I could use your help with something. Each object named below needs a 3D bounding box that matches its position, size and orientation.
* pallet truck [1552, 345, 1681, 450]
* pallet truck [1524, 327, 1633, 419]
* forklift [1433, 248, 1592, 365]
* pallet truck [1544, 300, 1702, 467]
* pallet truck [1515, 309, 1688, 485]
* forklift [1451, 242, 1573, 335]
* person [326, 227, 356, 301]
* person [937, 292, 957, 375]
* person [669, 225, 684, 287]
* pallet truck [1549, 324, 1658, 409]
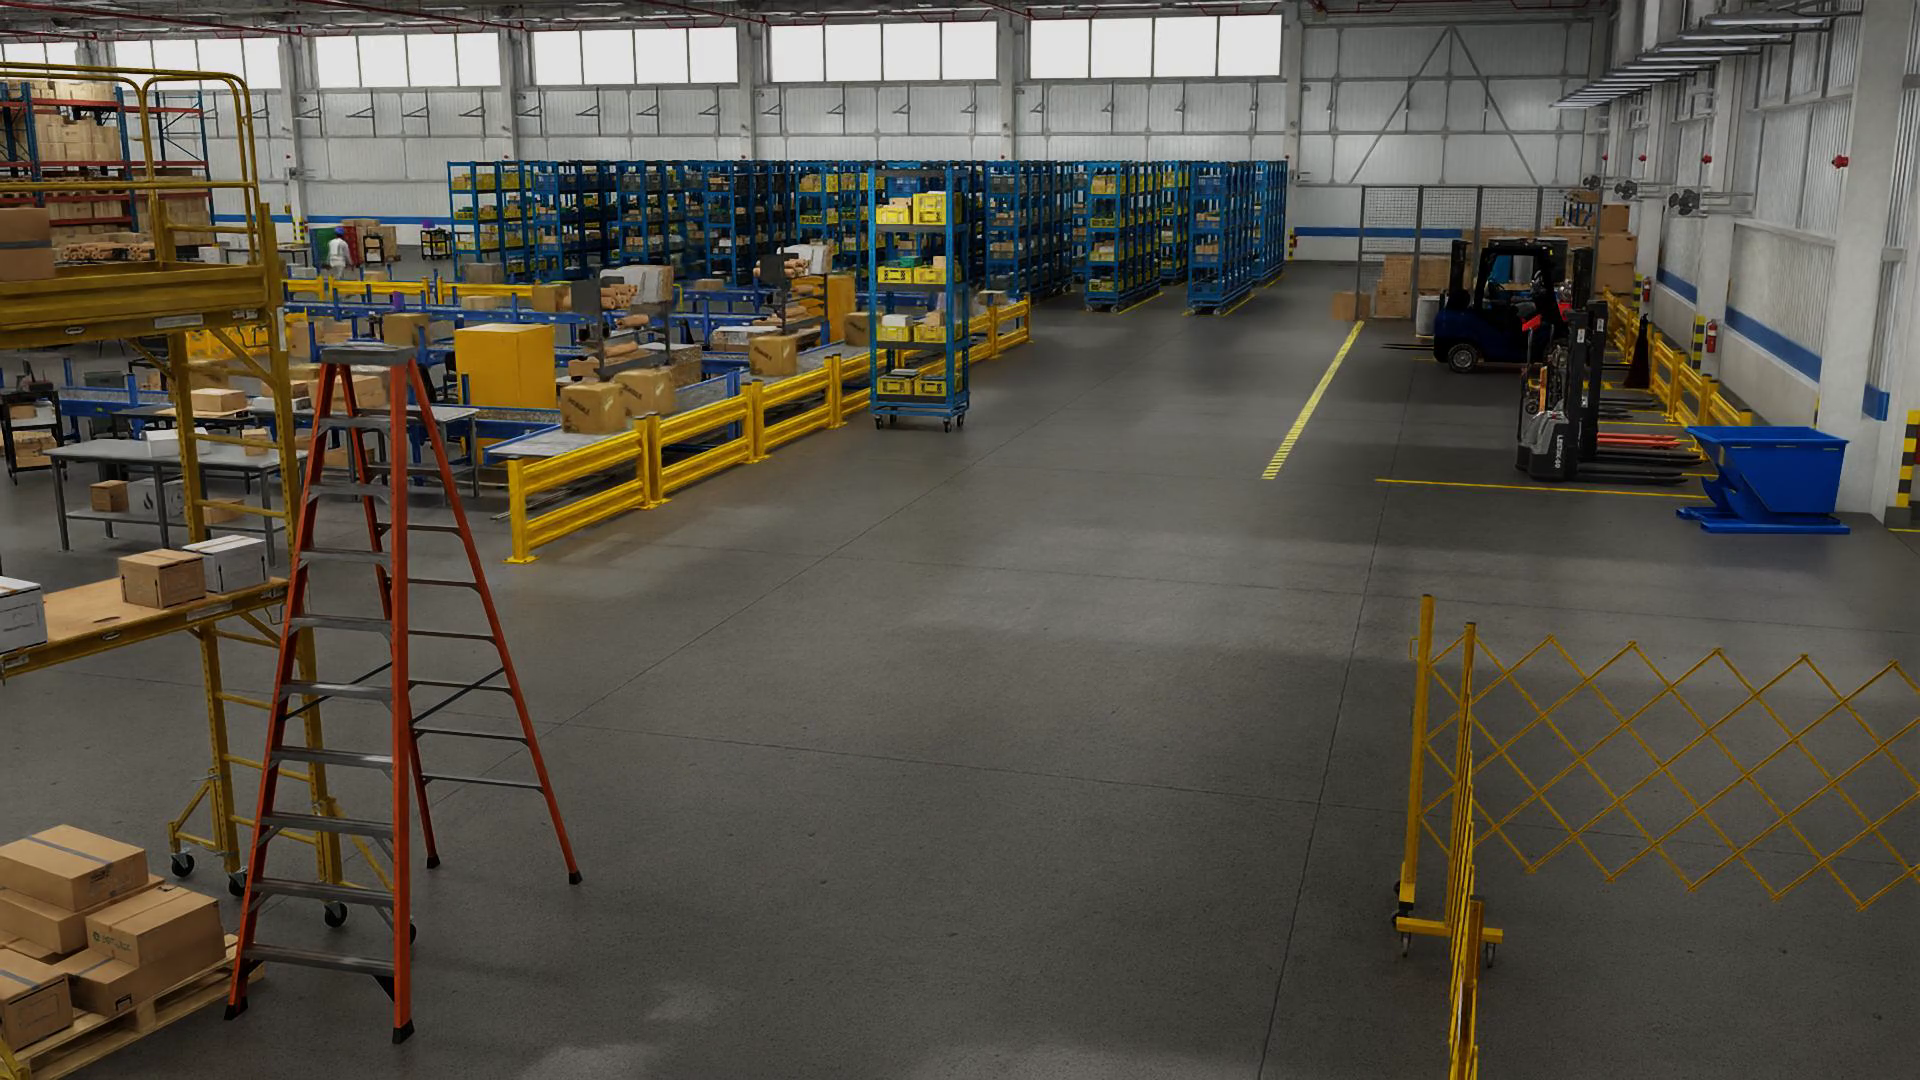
[{"bbox_3d":[8.641,-1.896,21.908,1.630,1.274,0.653,4,14,16],"label":"pallet truck"},{"bbox_3d":[9.065,-2.460,24.370,1.522,1.261,0.704,3,13,14],"label":"pallet truck"},{"bbox_3d":[9.780,-4.111,29.280,2.680,1.987,1.157,3,13,14],"label":"forklift"},{"bbox_3d":[8.263,-1.952,20.631,1.885,1.965,0.823,5,14,20],"label":"pallet truck"},{"bbox_3d":[7.554,-1.677,19.446,1.885,1.965,0.823,3,13,14],"label":"pallet truck"},{"bbox_3d":[10.464,-4.597,31.405,2.680,1.987,1.157,4,14,16],"label":"forklift"},{"bbox_3d":[-16.238,-7.243,43.709,0.664,1.894,0.972,7,15,29],"label":"person"},{"bbox_3d":[-0.246,-3.531,27.355,0.397,2.043,0.610,0,13,0],"label":"person"},{"bbox_3d":[-8.140,-8.036,47.321,0.656,1.807,0.504,-5,14,-22],"label":"person"},{"bbox_3d":[9.824,-2.669,25.407,1.601,1.201,0.680,4,14,16],"label":"pallet truck"}]
